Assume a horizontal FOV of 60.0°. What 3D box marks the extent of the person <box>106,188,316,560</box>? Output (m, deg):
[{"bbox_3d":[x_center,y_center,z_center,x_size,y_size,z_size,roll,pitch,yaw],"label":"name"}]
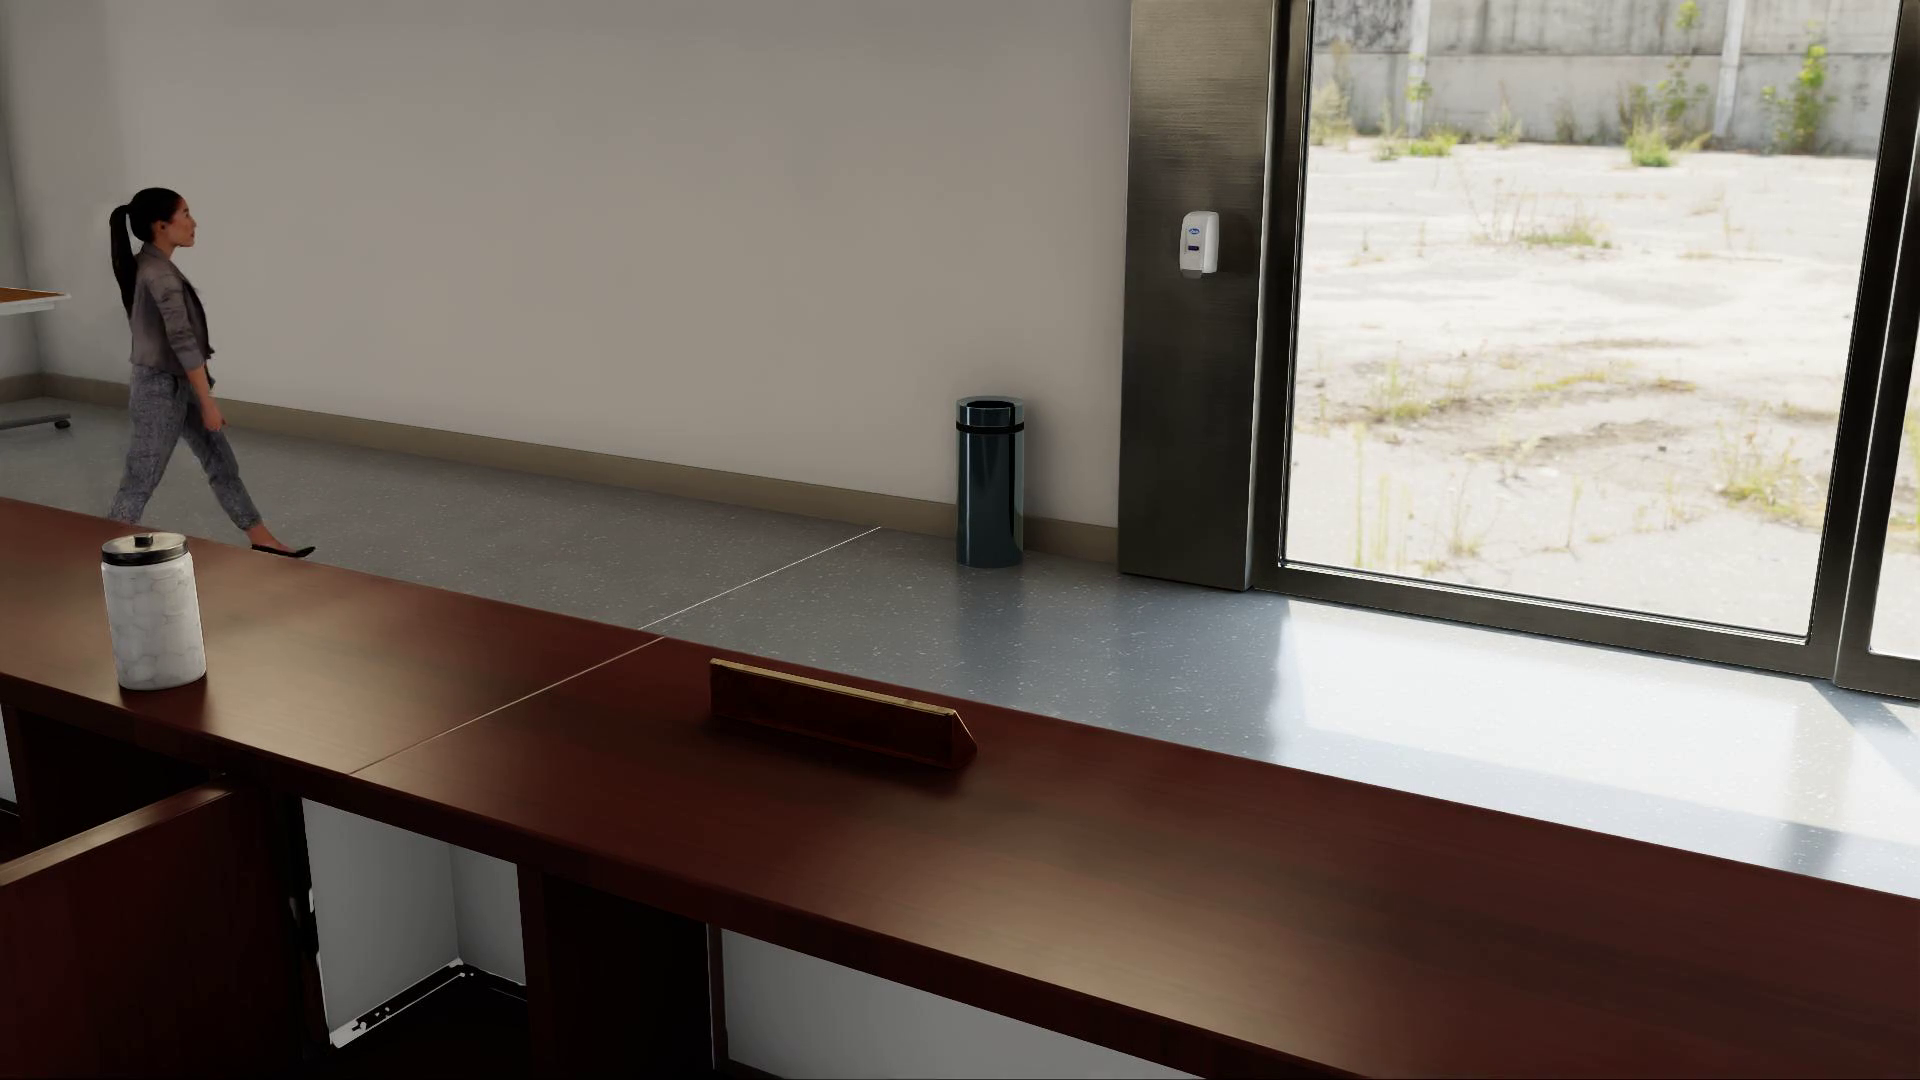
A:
[{"bbox_3d":[-3.224,-0.512,6.588,1.209,1.615,0.959,-10,19,-33],"label":"person"}]
